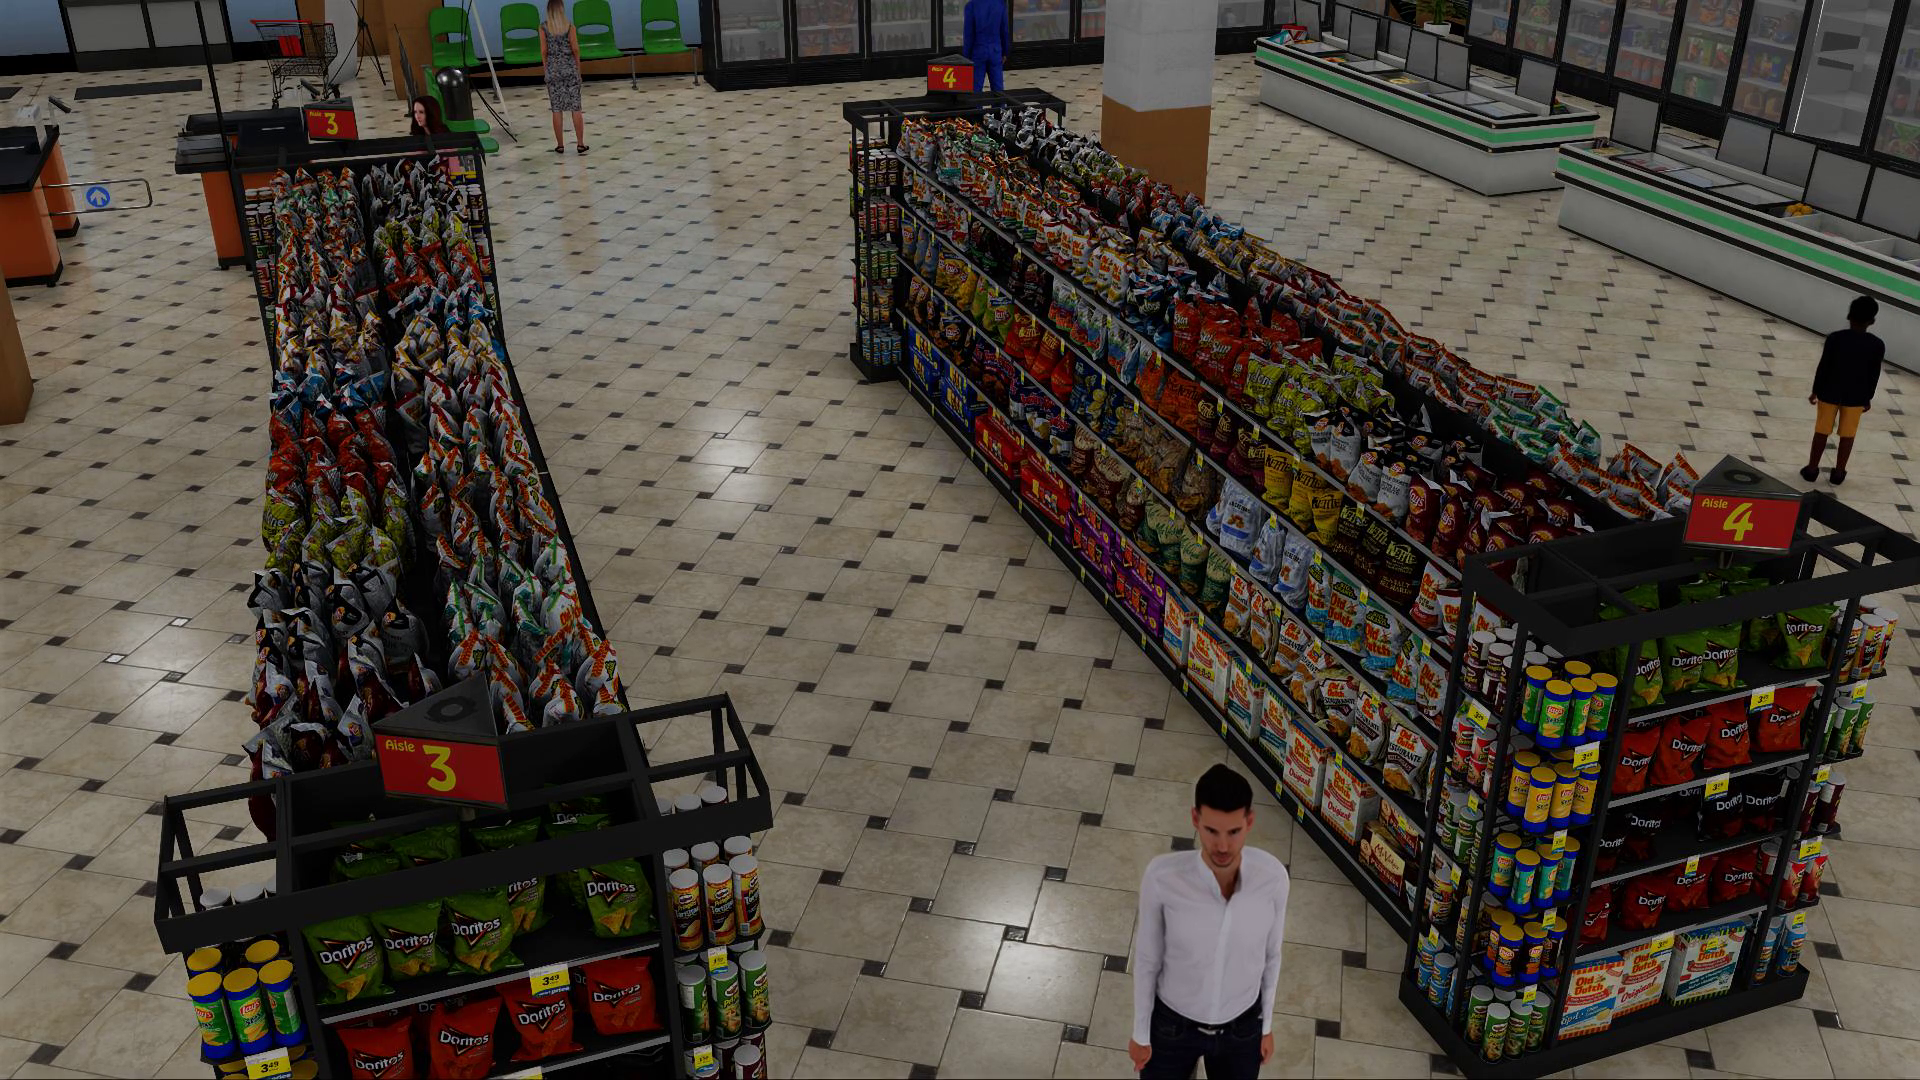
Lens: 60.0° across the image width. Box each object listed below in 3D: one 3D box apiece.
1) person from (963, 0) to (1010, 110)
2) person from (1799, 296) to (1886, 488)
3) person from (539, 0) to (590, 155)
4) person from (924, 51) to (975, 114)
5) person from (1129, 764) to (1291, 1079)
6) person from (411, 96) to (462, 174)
[{"bbox_3d":[0.306,-5.683,19.436,0.732,1.830,0.564,-7,28,-14],"label":"person"},{"bbox_3d":[5.707,-0.962,10.746,0.618,1.270,0.673,10,29,19],"label":"person"},{"bbox_3d":[-4.461,-5.204,18.632,0.621,1.703,0.580,-2,27,-3],"label":"person"},{"bbox_3d":[-0.081,-3.387,14.835,0.750,1.896,0.805,11,29,21],"label":"person"},{"bbox_3d":[0.771,1.493,5.244,0.689,1.868,0.673,-1,27,-1],"label":"person"},{"bbox_3d":[-4.268,-2.748,13.679,0.686,1.803,0.717,8,28,16],"label":"person"}]
